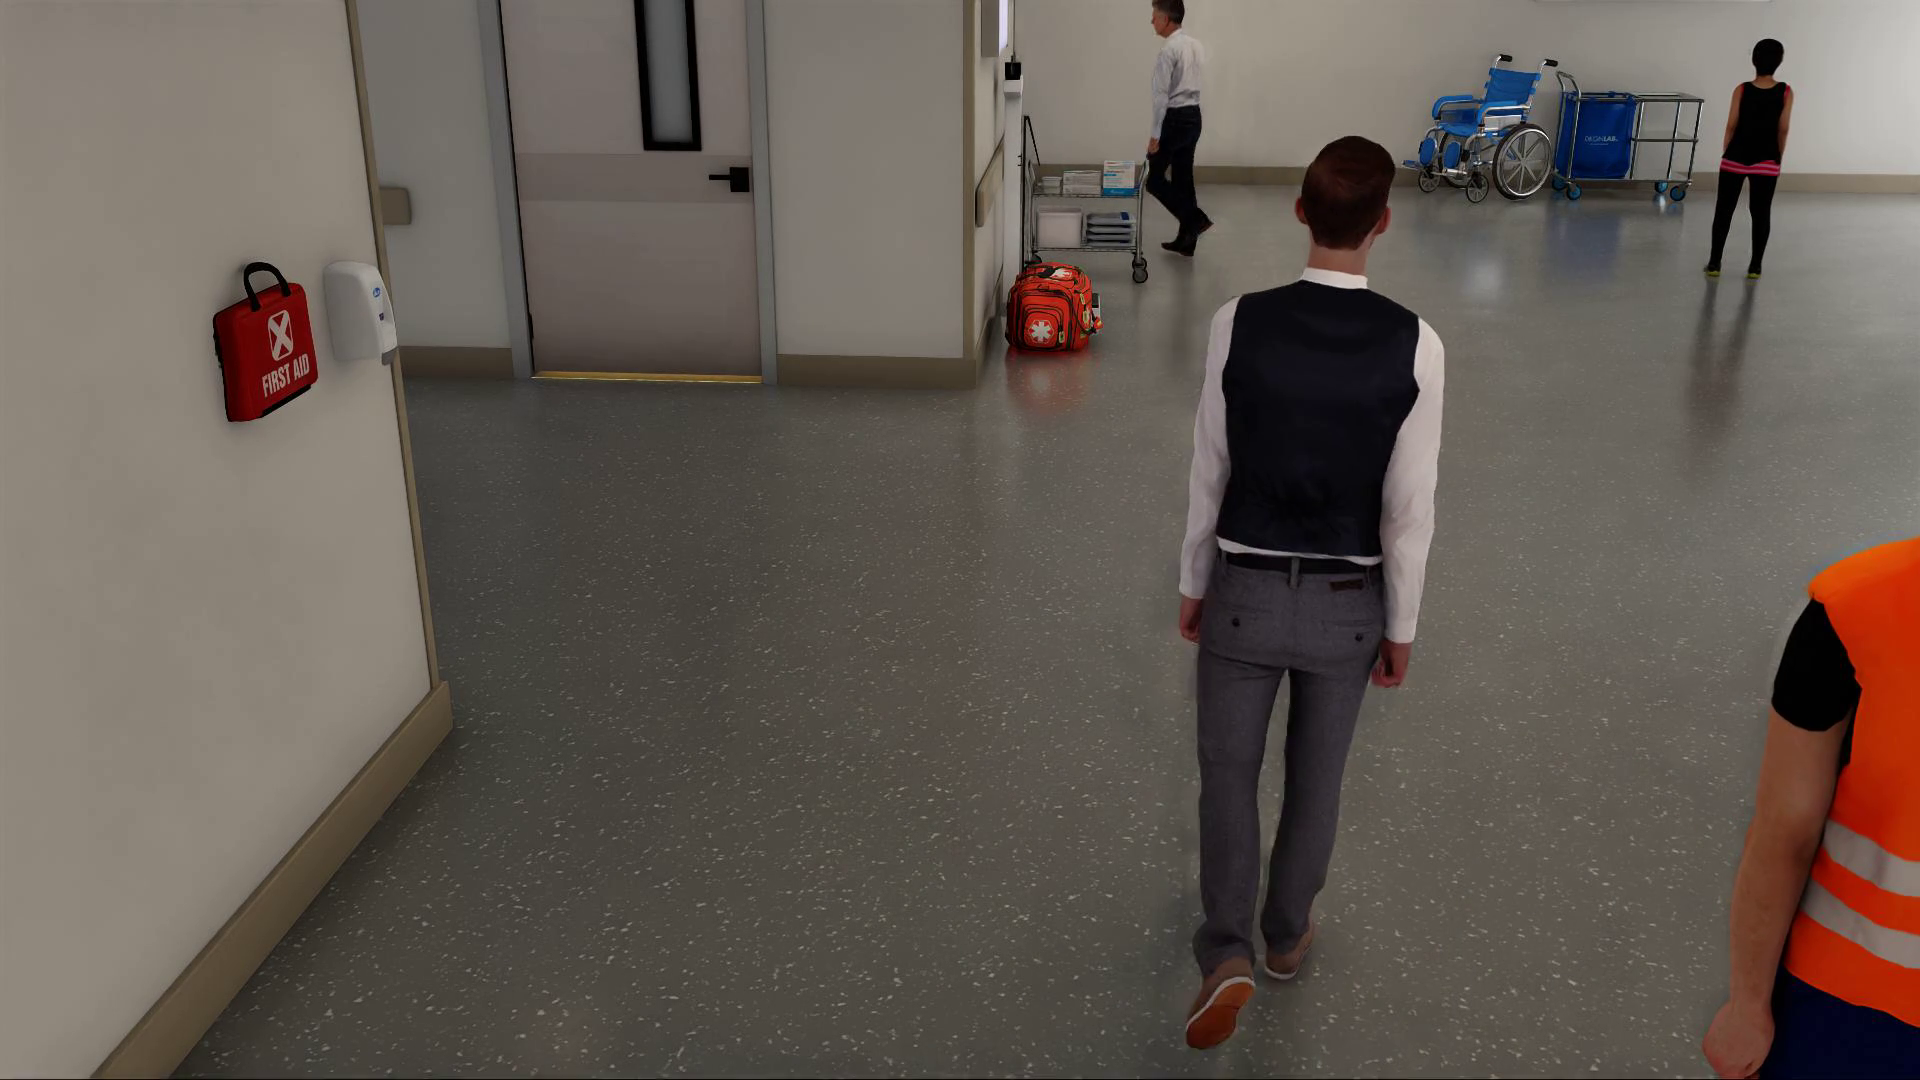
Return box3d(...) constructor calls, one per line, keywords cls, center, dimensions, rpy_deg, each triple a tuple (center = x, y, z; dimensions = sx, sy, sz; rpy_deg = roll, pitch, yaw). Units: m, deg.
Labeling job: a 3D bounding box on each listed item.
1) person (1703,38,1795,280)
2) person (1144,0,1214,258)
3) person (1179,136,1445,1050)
box3d(cls="person", center=(5.271, -2.535, 11.075), dimensions=(0.587, 1.549, 0.584), rpy_deg=(8, 22, 20))
box3d(cls="person", center=(1.553, -2.851, 11.560), dimensions=(0.978, 1.798, 0.907), rpy_deg=(18, 27, 39))
box3d(cls="person", center=(0.676, 0.163, 3.432), dimensions=(0.804, 1.918, 1.087), rpy_deg=(6, 22, 16))
